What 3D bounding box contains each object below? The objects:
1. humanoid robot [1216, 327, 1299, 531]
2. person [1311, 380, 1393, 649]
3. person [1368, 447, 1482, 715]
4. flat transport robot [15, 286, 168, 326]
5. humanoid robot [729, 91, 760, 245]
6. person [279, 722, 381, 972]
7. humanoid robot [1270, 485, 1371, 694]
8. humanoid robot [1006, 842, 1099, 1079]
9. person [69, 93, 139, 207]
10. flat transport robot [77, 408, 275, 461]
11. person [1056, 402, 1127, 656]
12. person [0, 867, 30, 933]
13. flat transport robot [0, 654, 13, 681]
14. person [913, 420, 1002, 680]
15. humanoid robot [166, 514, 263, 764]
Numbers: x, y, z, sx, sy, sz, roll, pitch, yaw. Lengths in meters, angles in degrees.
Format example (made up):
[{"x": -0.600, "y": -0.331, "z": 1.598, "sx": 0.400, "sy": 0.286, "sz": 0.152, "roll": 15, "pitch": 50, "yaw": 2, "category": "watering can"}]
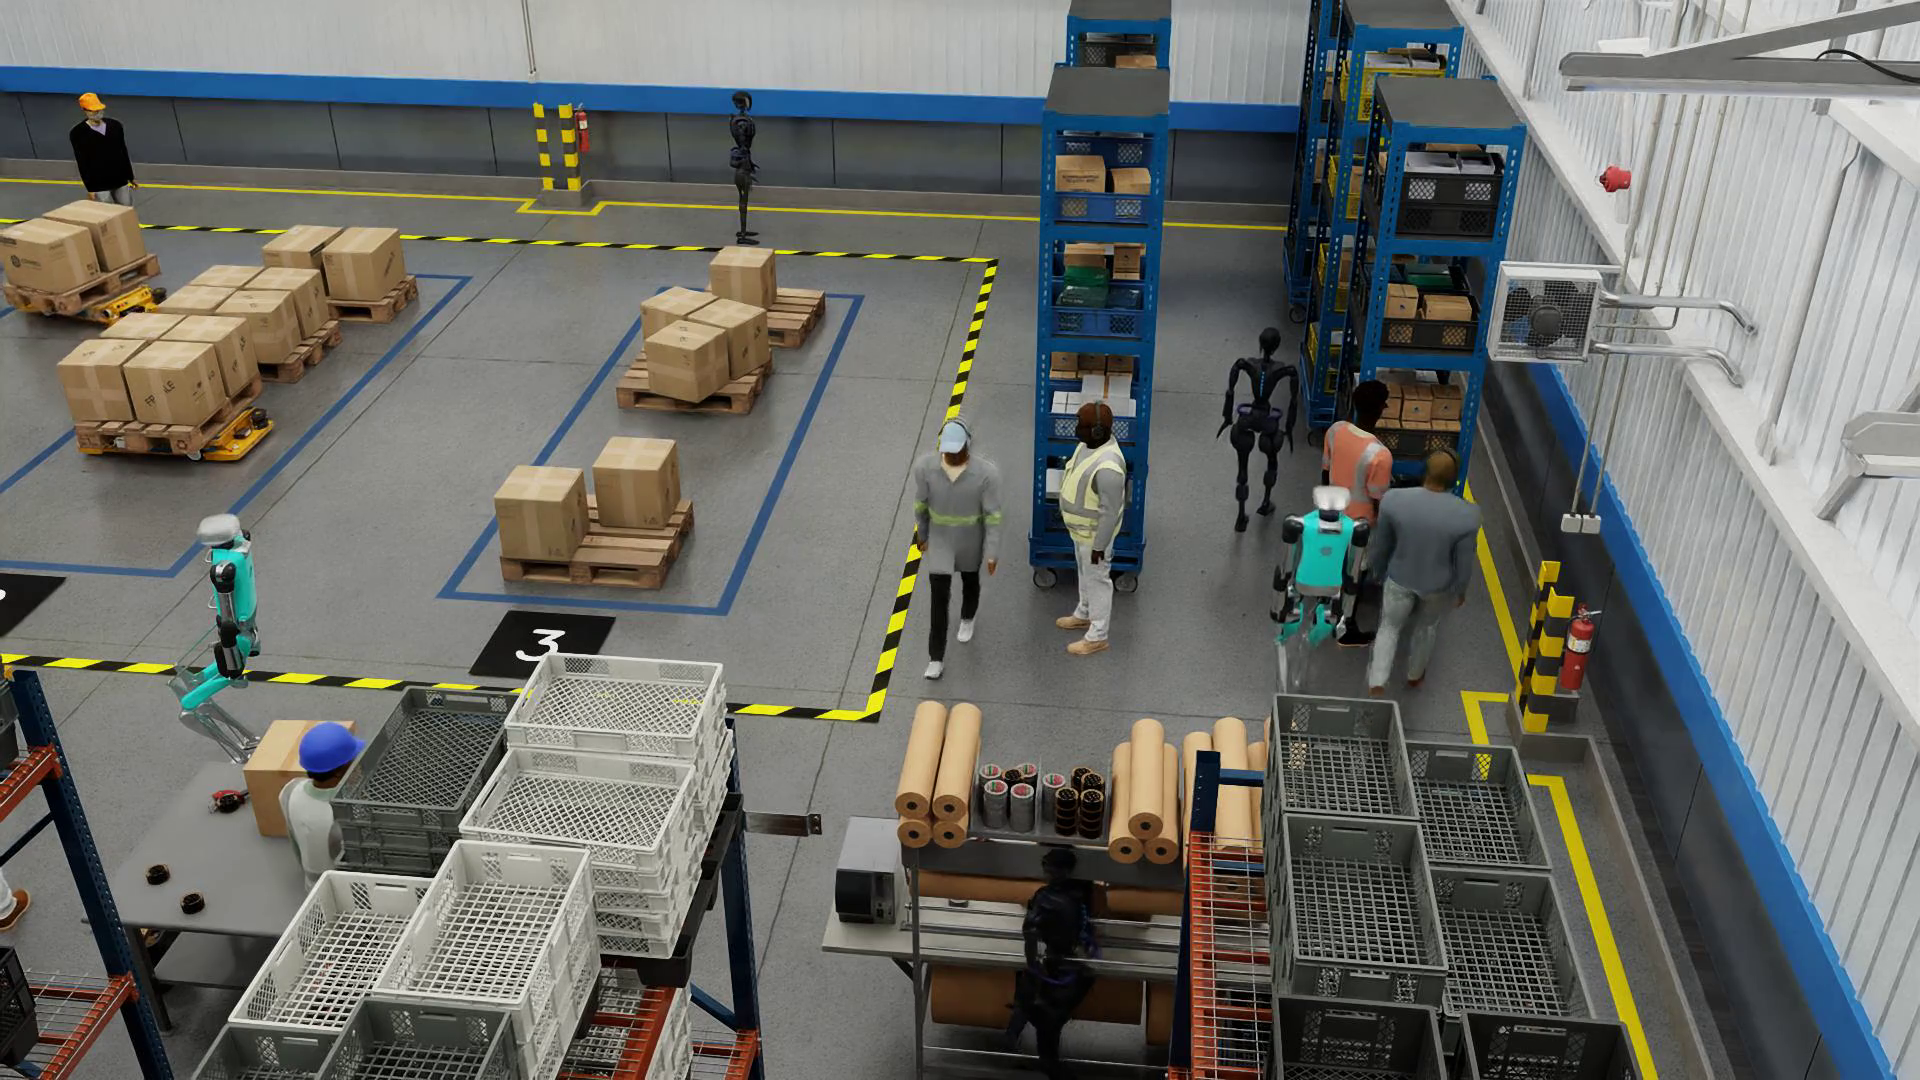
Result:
[{"x": 2.283, "y": -0.886, "z": 12.797, "sx": 0.602, "sy": 1.650, "sz": 0.515, "roll": 9, "pitch": 31, "yaw": 15, "category": "humanoid robot"}, {"x": 2.685, "y": -0.175, "z": 11.286, "sx": 0.361, "sy": 1.965, "sz": 0.612, "roll": -15, "pitch": 33, "yaw": -24, "category": "person"}, {"x": 2.918, "y": 0.266, "z": 10.583, "sx": 0.661, "sy": 1.910, "sz": 0.864, "roll": 11, "pitch": 32, "yaw": 18, "category": "person"}, {"x": -8.780, "y": -2.441, "z": 16.838, "sx": 1.431, "sy": 0.197, "sz": 0.652, "roll": 10, "pitch": 32, "yaw": 17, "category": "flat transport robot"}, {"x": -2.373, "y": -4.122, "z": 18.336, "sx": 0.315, "sy": 1.659, "sz": 0.599, "roll": -2, "pitch": 30, "yaw": -3, "category": "humanoid robot"}, {"x": -2.937, "y": 1.708, "z": 8.071, "sx": 0.603, "sy": 1.947, "sz": 0.403, "roll": 17, "pitch": 34, "yaw": 27, "category": "person"}, {"x": 2.221, "y": 0.382, "z": 10.648, "sx": 0.554, "sy": 1.883, "sz": 0.799, "roll": 1, "pitch": 30, "yaw": 2, "category": "humanoid robot"}, {"x": 0.521, "y": 2.073, "z": 7.735, "sx": 0.655, "sy": 1.644, "sz": 0.612, "roll": 20, "pitch": 36, "yaw": 30, "category": "humanoid robot"}, {"x": -8.975, "y": -3.783, "z": 17.567, "sx": 0.383, "sy": 1.885, "sz": 0.586, "roll": 18, "pitch": 34, "yaw": 27, "category": "person"}, {"x": -6.728, "y": -0.944, "z": 14.268, "sx": 1.431, "sy": 0.197, "sz": 0.652, "roll": 3, "pitch": 30, "yaw": 6, "category": "flat transport robot"}, {"x": 0.880, "y": -0.089, "z": 11.262, "sx": 0.429, "sy": 1.843, "sz": 0.630, "roll": -5, "pitch": 31, "yaw": -8, "category": "person"}, {"x": -5.424, "y": 1.323, "z": 8.800, "sx": 0.576, "sy": 1.880, "sz": 0.342, "roll": -9, "pitch": 31, "yaw": -15, "category": "person"}, {"x": -7.142, "y": 0.969, "z": 11.010, "sx": 1.431, "sy": 0.231, "sz": 0.659, "roll": 3, "pitch": 30, "yaw": 6, "category": "flat transport robot"}, {"x": -0.028, "y": 0.032, "z": 11.089, "sx": 0.617, "sy": 1.797, "sz": 0.951, "roll": 6, "pitch": 31, "yaw": 9, "category": "person"}, {"x": -4.517, "y": 0.630, "z": 10.001, "sx": 0.735, "sy": 1.674, "sz": 0.533, "roll": -5, "pitch": 31, "yaw": -8, "category": "humanoid robot"}]
